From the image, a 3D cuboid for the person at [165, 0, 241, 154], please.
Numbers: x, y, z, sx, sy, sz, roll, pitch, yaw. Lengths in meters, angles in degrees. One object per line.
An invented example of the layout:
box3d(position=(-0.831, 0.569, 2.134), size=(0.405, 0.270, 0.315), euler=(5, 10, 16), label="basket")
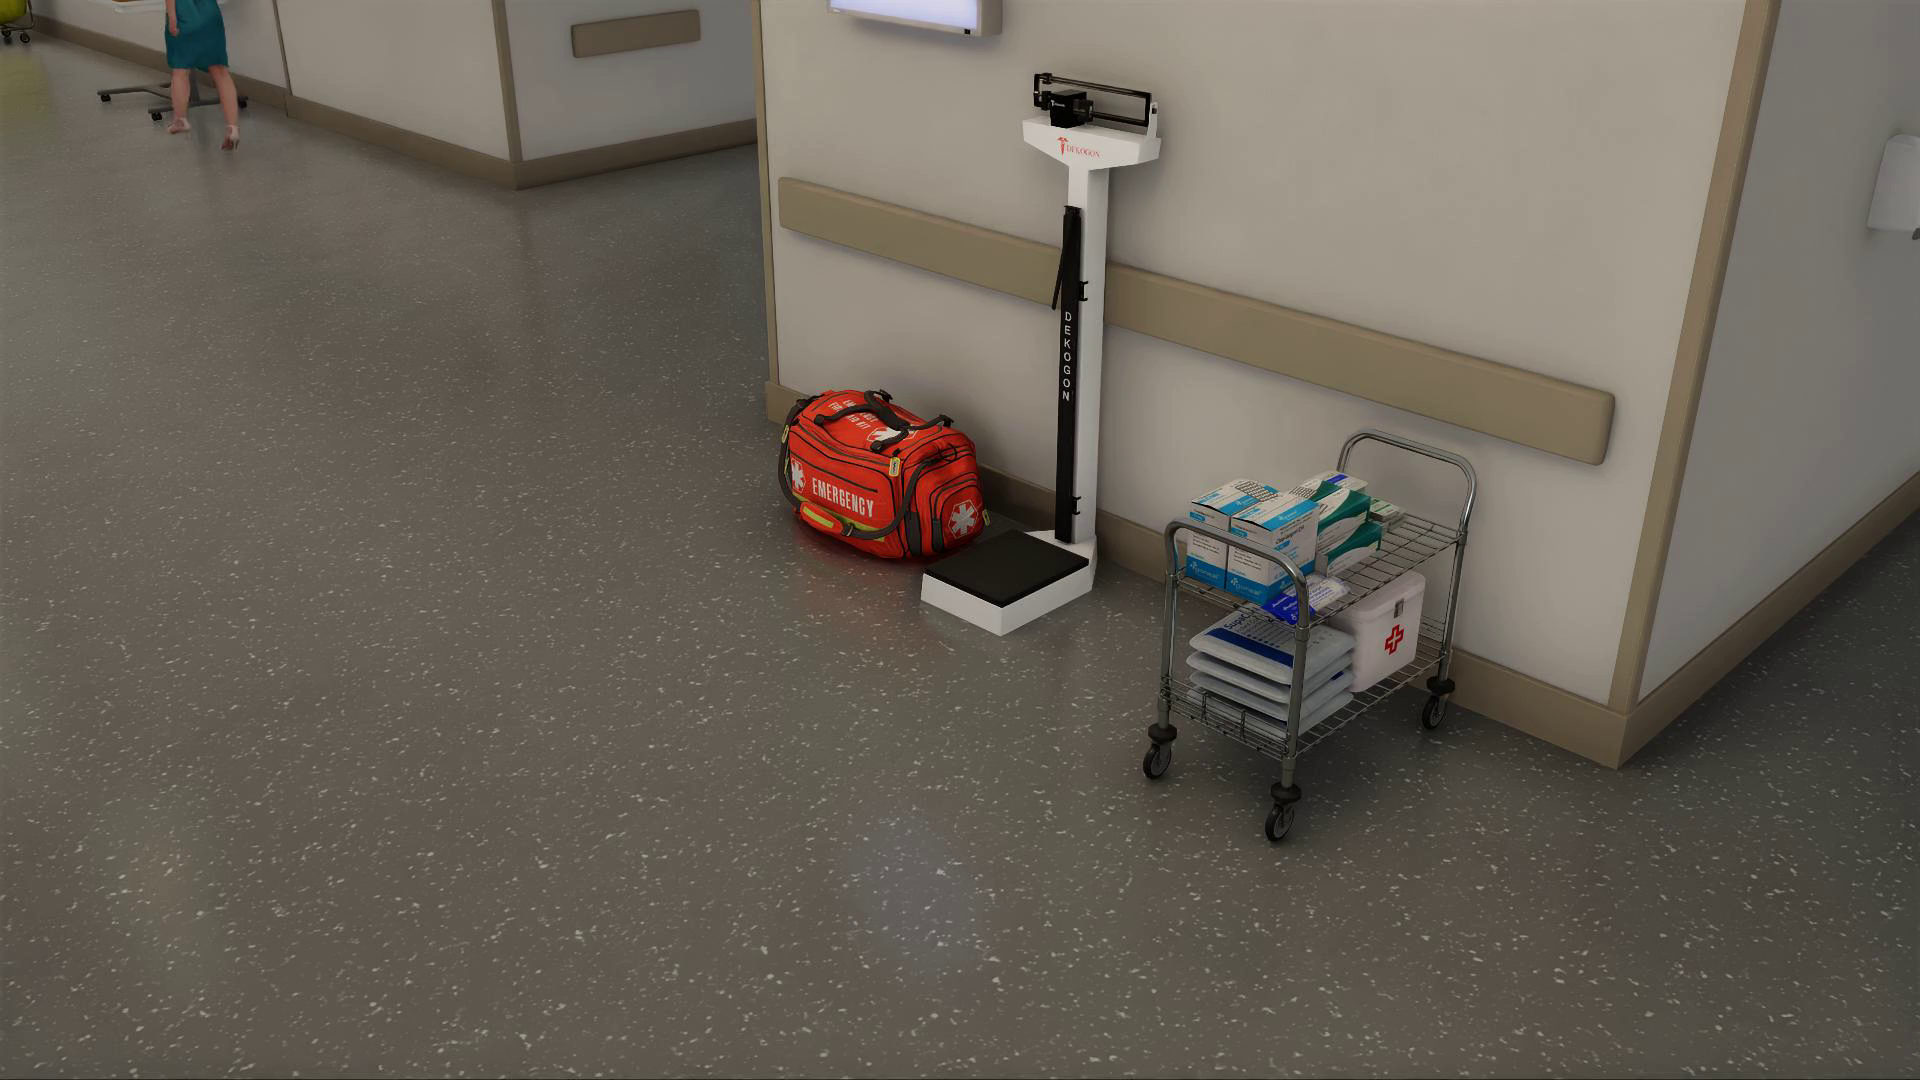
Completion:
box3d(position=(-4.770, -3.263, 10.476), size=(0.976, 1.657, 0.666), euler=(18, 31, 33), label="person")
